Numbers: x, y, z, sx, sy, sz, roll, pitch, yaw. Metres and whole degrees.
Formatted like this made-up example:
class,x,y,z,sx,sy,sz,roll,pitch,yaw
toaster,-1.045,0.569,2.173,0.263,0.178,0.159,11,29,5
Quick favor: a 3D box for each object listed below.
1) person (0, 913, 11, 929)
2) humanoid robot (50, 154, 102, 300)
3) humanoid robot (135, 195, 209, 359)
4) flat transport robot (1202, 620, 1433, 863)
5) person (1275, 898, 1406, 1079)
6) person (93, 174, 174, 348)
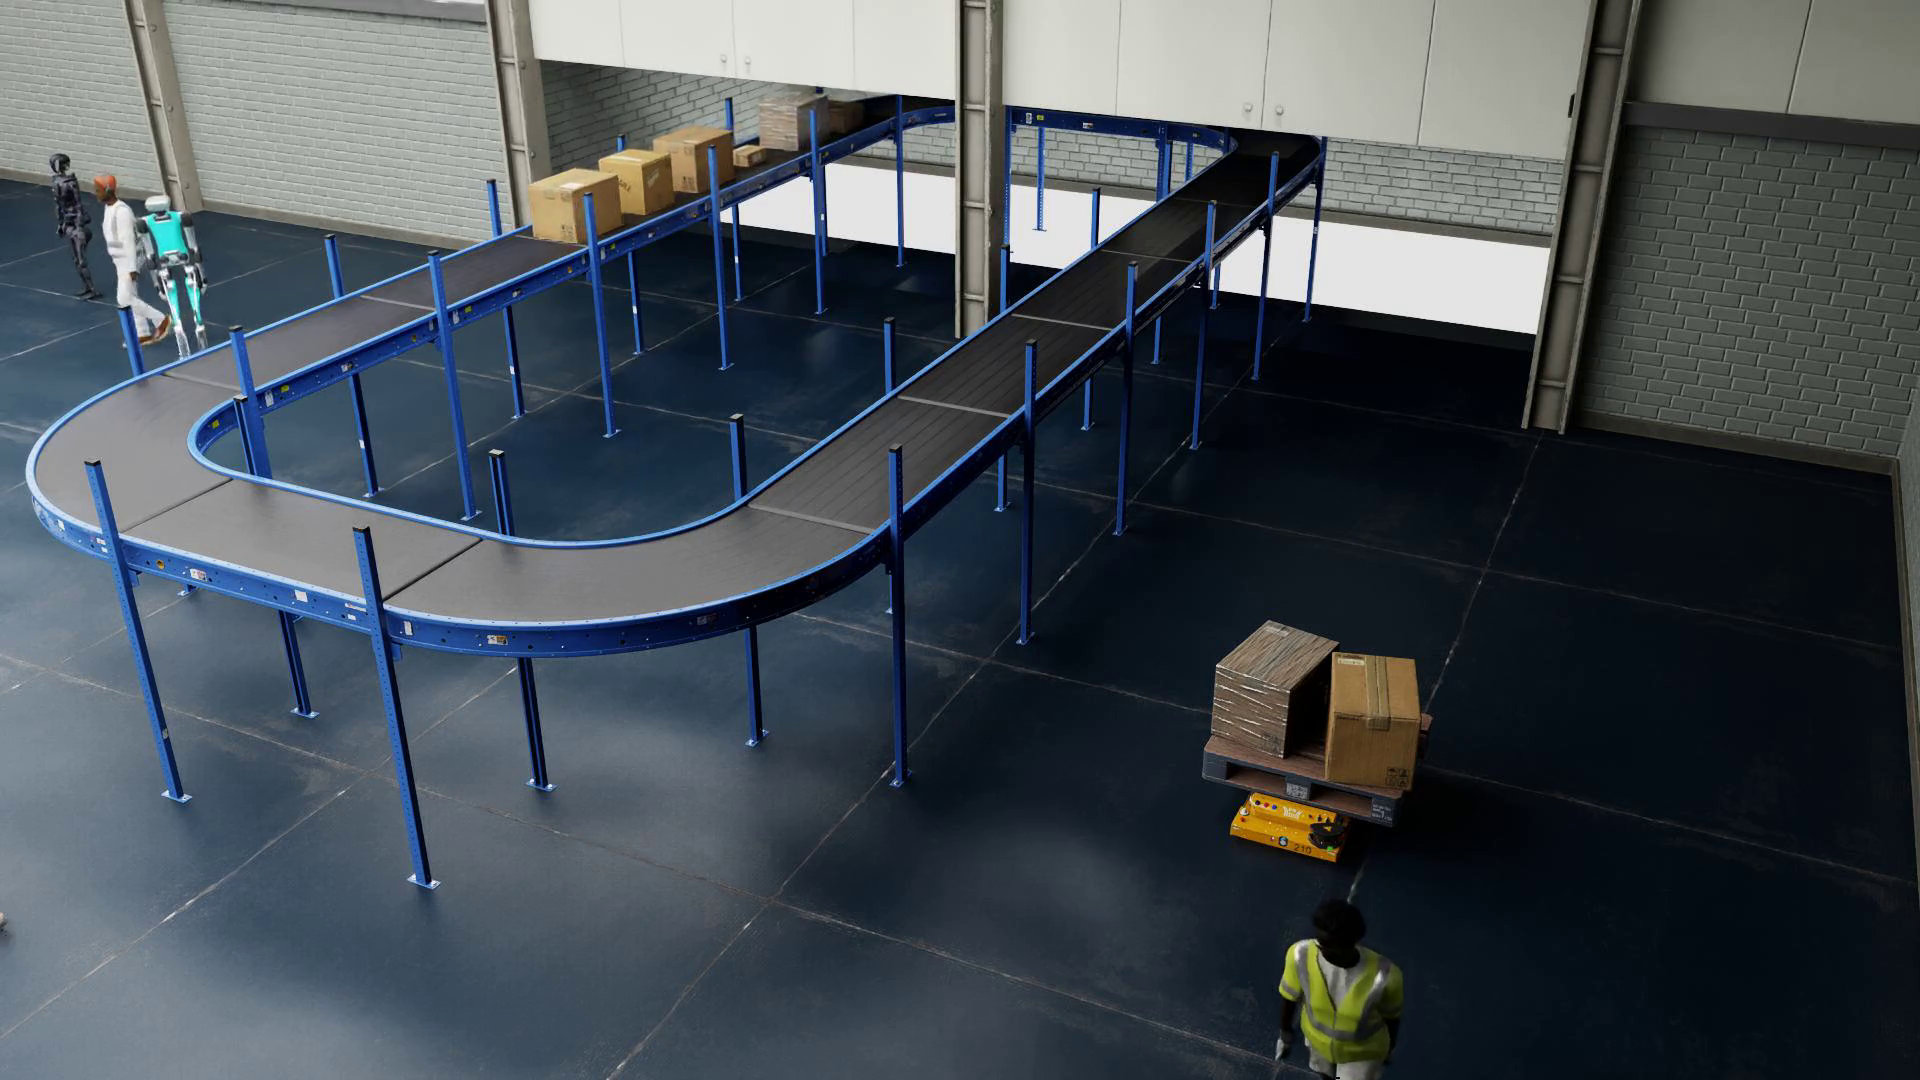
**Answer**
class,x,y,z,sx,sy,sz,roll,pitch,yaw
person,-5.672,1.200,9.140,1.009,1.978,0.612,12,29,22
humanoid robot,-10.255,-3.628,19.193,0.597,1.649,0.381,19,32,34
humanoid robot,-7.993,-2.533,17.007,0.573,1.836,0.908,-10,28,-19
flat transport robot,2.245,1.493,10.468,0.659,0.231,1.431,12,29,23
person,1.657,2.252,7.387,0.538,1.635,0.904,16,31,29
person,-8.811,-2.938,17.591,0.461,1.871,0.606,-19,32,-34
